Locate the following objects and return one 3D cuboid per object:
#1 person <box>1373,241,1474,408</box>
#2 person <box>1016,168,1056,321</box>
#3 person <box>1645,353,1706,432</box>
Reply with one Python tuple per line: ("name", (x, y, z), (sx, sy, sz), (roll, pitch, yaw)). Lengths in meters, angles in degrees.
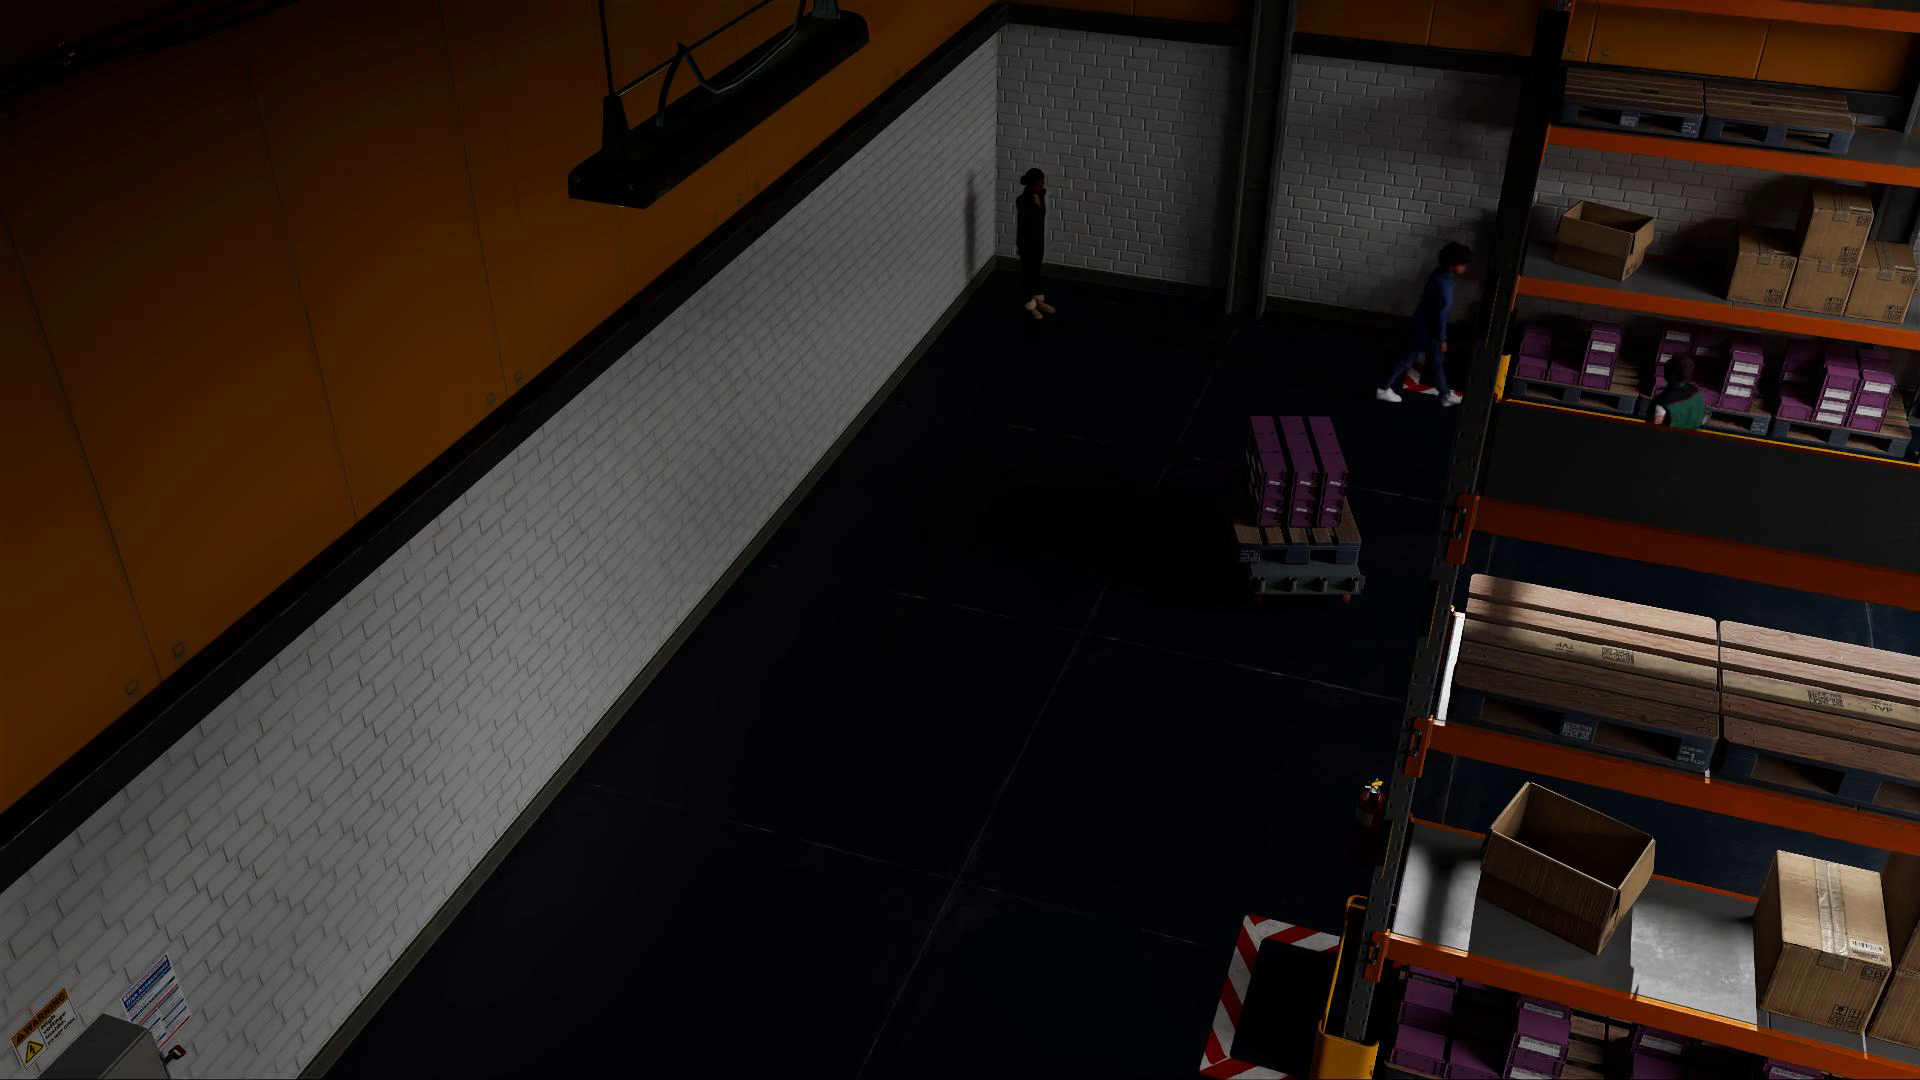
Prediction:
("person", (4.432, -2.065, 16.107), (1.146, 1.748, 0.698), (7, 34, 11))
("person", (0.758, -3.218, 17.920), (0.644, 1.662, 0.710), (12, 35, 18))
("person", (5.951, -0.703, 13.984), (0.795, 1.830, 0.848), (-17, 37, -23))
